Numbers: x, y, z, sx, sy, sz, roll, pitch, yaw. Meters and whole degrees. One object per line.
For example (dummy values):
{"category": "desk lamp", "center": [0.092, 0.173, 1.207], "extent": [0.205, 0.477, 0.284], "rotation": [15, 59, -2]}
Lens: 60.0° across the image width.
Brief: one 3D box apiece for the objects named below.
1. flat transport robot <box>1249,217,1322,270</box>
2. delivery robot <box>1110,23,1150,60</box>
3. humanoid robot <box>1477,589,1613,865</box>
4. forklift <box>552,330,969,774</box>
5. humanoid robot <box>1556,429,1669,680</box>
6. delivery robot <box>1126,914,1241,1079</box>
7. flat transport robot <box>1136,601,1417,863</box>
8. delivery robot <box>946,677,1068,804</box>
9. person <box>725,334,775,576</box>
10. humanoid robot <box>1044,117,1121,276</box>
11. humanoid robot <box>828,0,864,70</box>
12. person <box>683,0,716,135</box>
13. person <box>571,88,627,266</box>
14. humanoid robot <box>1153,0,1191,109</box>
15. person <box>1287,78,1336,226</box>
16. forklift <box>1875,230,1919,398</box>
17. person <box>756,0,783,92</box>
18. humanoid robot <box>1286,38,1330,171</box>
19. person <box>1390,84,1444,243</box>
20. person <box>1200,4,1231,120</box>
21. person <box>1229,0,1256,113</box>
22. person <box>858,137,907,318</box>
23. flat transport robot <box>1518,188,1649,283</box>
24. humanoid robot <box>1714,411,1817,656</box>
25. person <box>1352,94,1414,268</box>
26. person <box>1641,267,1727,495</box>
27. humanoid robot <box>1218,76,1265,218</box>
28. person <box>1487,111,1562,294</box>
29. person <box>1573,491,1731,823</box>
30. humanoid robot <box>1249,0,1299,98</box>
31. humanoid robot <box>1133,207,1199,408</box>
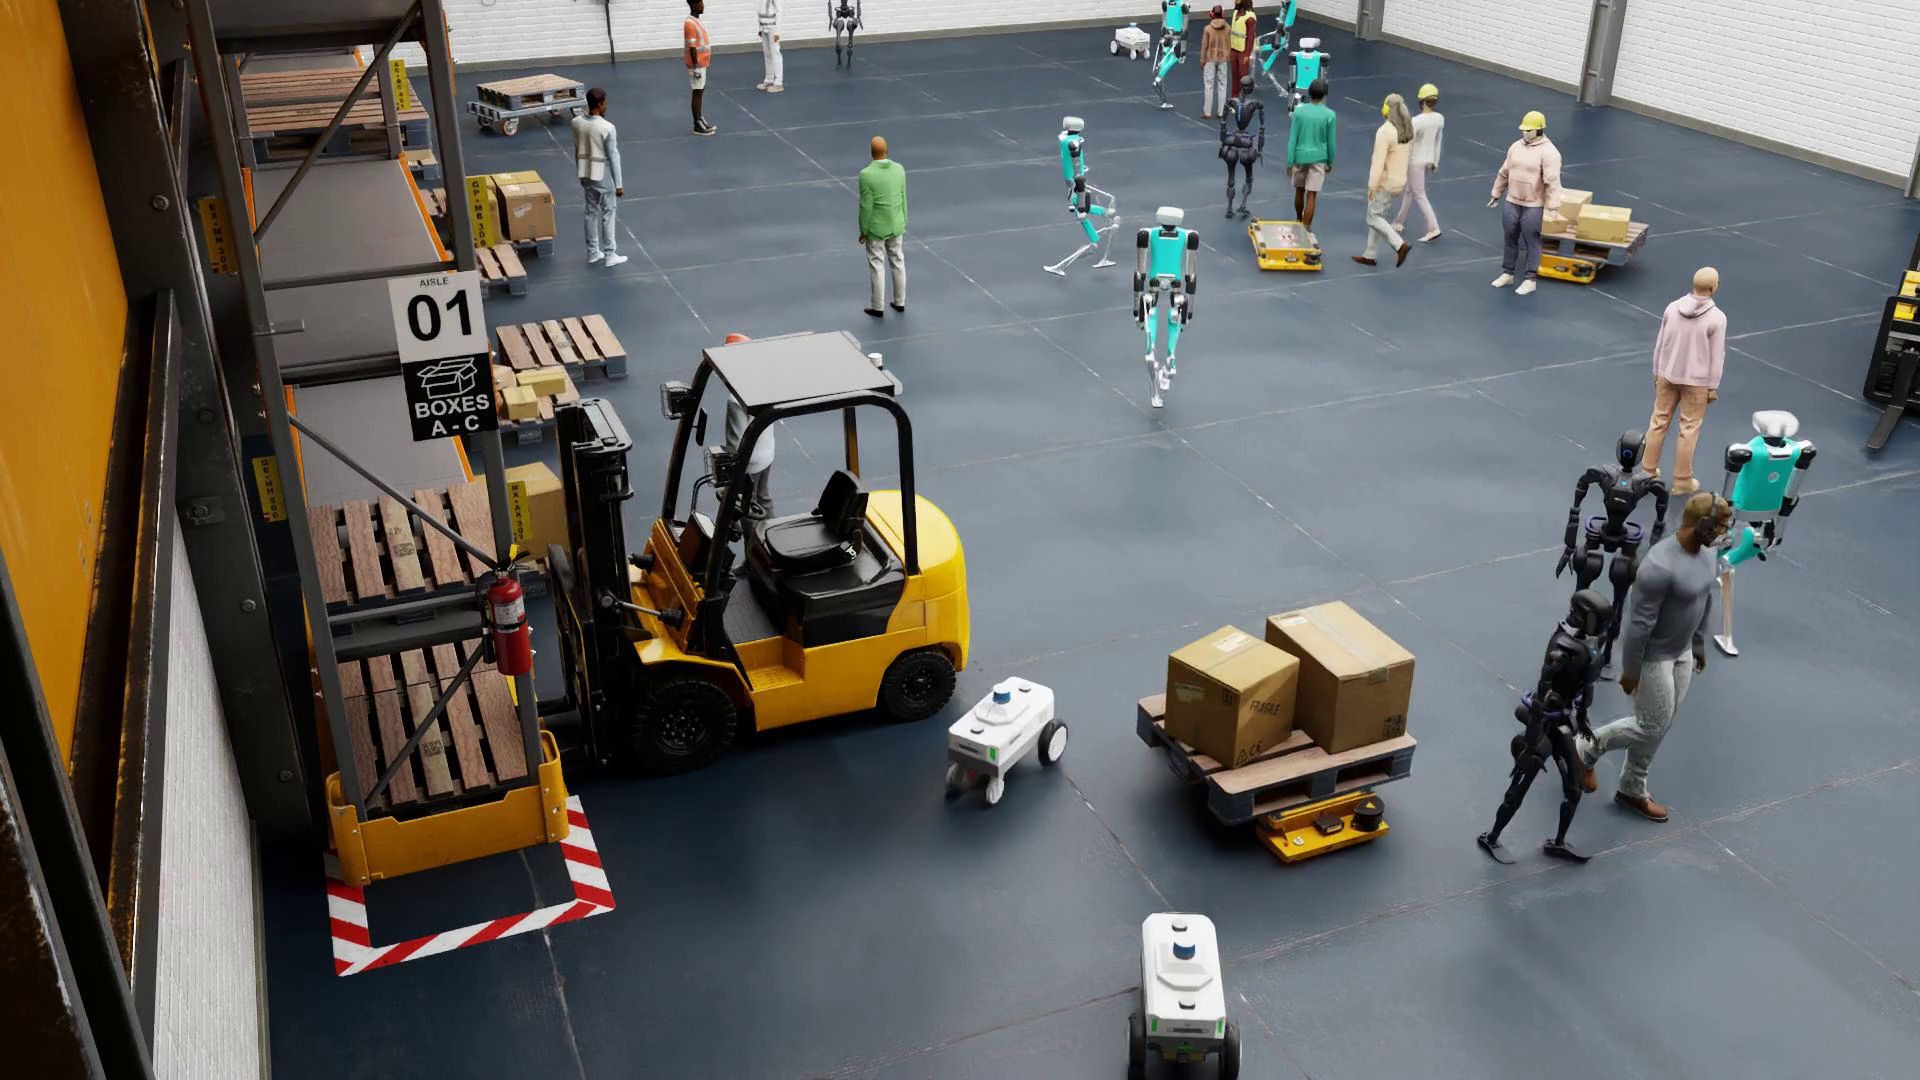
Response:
{"category": "flat transport robot", "center": [3.617, -3.301, 18.552], "extent": [0.659, 0.231, 1.431], "rotation": [2, 27, 3]}
{"category": "delivery robot", "center": [2.992, -8.680, 28.950], "extent": [0.499, 0.610, 0.804], "rotation": [-11, 29, -21]}
{"category": "humanoid robot", "center": [3.040, 0.953, 8.538], "extent": [0.606, 1.633, 0.496], "rotation": [-22, 34, -37]}
{"category": "forklift", "center": [-1.094, 0.010, 9.831], "extent": [2.313, 2.155, 1.214], "rotation": [-10, 28, -20]}
{"category": "humanoid robot", "center": [4.006, 0.088, 10.228], "extent": [0.599, 1.657, 0.315], "rotation": [12, 29, 22]}
{"category": "delivery robot", "center": [1.008, 2.049, 7.584], "extent": [0.499, 0.587, 0.769], "rotation": [1, 27, 3]}
{"category": "flat transport robot", "center": [1.740, 1.290, 9.421], "extent": [0.659, 0.231, 1.431], "rotation": [-11, 29, -21]}
{"category": "delivery robot", "center": [0.244, 1.095, 9.496], "extent": [0.499, 0.600, 0.802], "rotation": [16, 31, 29]}
{"category": "person", "center": [-1.471, -0.590, 11.524], "extent": [0.347, 1.738, 0.570], "rotation": [8, 28, 15]}
{"category": "humanoid robot", "center": [1.392, -3.581, 17.500], "extent": [1.027, 1.738, 0.540], "rotation": [-5, 27, -10]}
{"category": "humanoid robot", "center": [-1.900, -8.670, 27.667], "extent": [0.589, 1.650, 0.430], "rotation": [0, 27, 0]}
{"category": "person", "center": [-3.698, -6.746, 23.518], "extent": [0.368, 1.966, 0.603], "rotation": [-1, 27, -1]}
{"category": "person", "center": [-3.892, -3.900, 17.927], "extent": [0.597, 1.908, 0.399], "rotation": [15, 30, 27]}
{"category": "humanoid robot", "center": [3.037, -7.260, 24.839], "extent": [0.711, 1.833, 0.557], "rotation": [-19, 32, -33]}
{"category": "person", "center": [3.994, -4.318, 18.869], "extent": [0.509, 1.802, 0.935], "rotation": [11, 29, 21]}
{"category": "forklift", "center": [9.029, -2.397, 14.618], "extent": [1.214, 2.155, 2.313], "rotation": [18, 32, 32]}
{"category": "person", "center": [-2.998, -8.013, 26.132], "extent": [0.362, 1.882, 0.574], "rotation": [-17, 31, -30]}
{"category": "humanoid robot", "center": [4.539, -5.656, 21.613], "extent": [0.546, 1.757, 0.943], "rotation": [12, 29, 22]}
{"category": "person", "center": [5.271, -4.279, 18.898], "extent": [0.542, 1.734, 0.850], "rotation": [-18, 32, -31]}
{"category": "person", "center": [3.740, -6.991, 24.370], "extent": [0.457, 1.641, 0.326], "rotation": [-4, 27, -8]}
{"category": "person", "center": [4.198, -7.270, 24.777], "extent": [0.381, 1.770, 0.467], "rotation": [-12, 29, -22]}
{"category": "person", "center": [-0.768, -3.087, 16.447], "extent": [0.537, 1.781, 0.387], "rotation": [-17, 31, -30]}
{"category": "flat transport robot", "center": [6.733, -3.110, 18.174], "extent": [0.659, 0.231, 1.431], "rotation": [16, 31, 29]}
{"category": "humanoid robot", "center": [4.856, -0.081, 10.504], "extent": [0.534, 1.752, 0.778], "rotation": [-2, 27, -4]}
{"category": "person", "center": [4.645, -3.815, 17.828], "extent": [0.695, 1.843, 0.591], "rotation": [24, 35, 39]}
{"category": "person", "center": [5.529, -1.210, 12.707], "extent": [0.403, 1.784, 0.524], "rotation": [-22, 34, -37]}
{"category": "humanoid robot", "center": [3.315, -4.647, 19.670], "extent": [0.584, 1.650, 0.344], "rotation": [14, 30, 26]}
{"category": "person", "center": [5.856, -3.497, 17.179], "extent": [0.433, 1.856, 0.819], "rotation": [-19, 32, -33]}
{"category": "person", "center": [3.759, 0.606, 8.967], "extent": [0.646, 1.904, 0.503], "rotation": [-20, 33, -35]}
{"category": "humanoid robot", "center": [4.772, -7.766, 25.877], "extent": [1.023, 1.774, 0.531], "rotation": [14, 30, 25]}
{"category": "humanoid robot", "center": [1.736, -1.910, 14.137], "extent": [0.542, 1.730, 1.006], "rotation": [2, 27, 4]}
